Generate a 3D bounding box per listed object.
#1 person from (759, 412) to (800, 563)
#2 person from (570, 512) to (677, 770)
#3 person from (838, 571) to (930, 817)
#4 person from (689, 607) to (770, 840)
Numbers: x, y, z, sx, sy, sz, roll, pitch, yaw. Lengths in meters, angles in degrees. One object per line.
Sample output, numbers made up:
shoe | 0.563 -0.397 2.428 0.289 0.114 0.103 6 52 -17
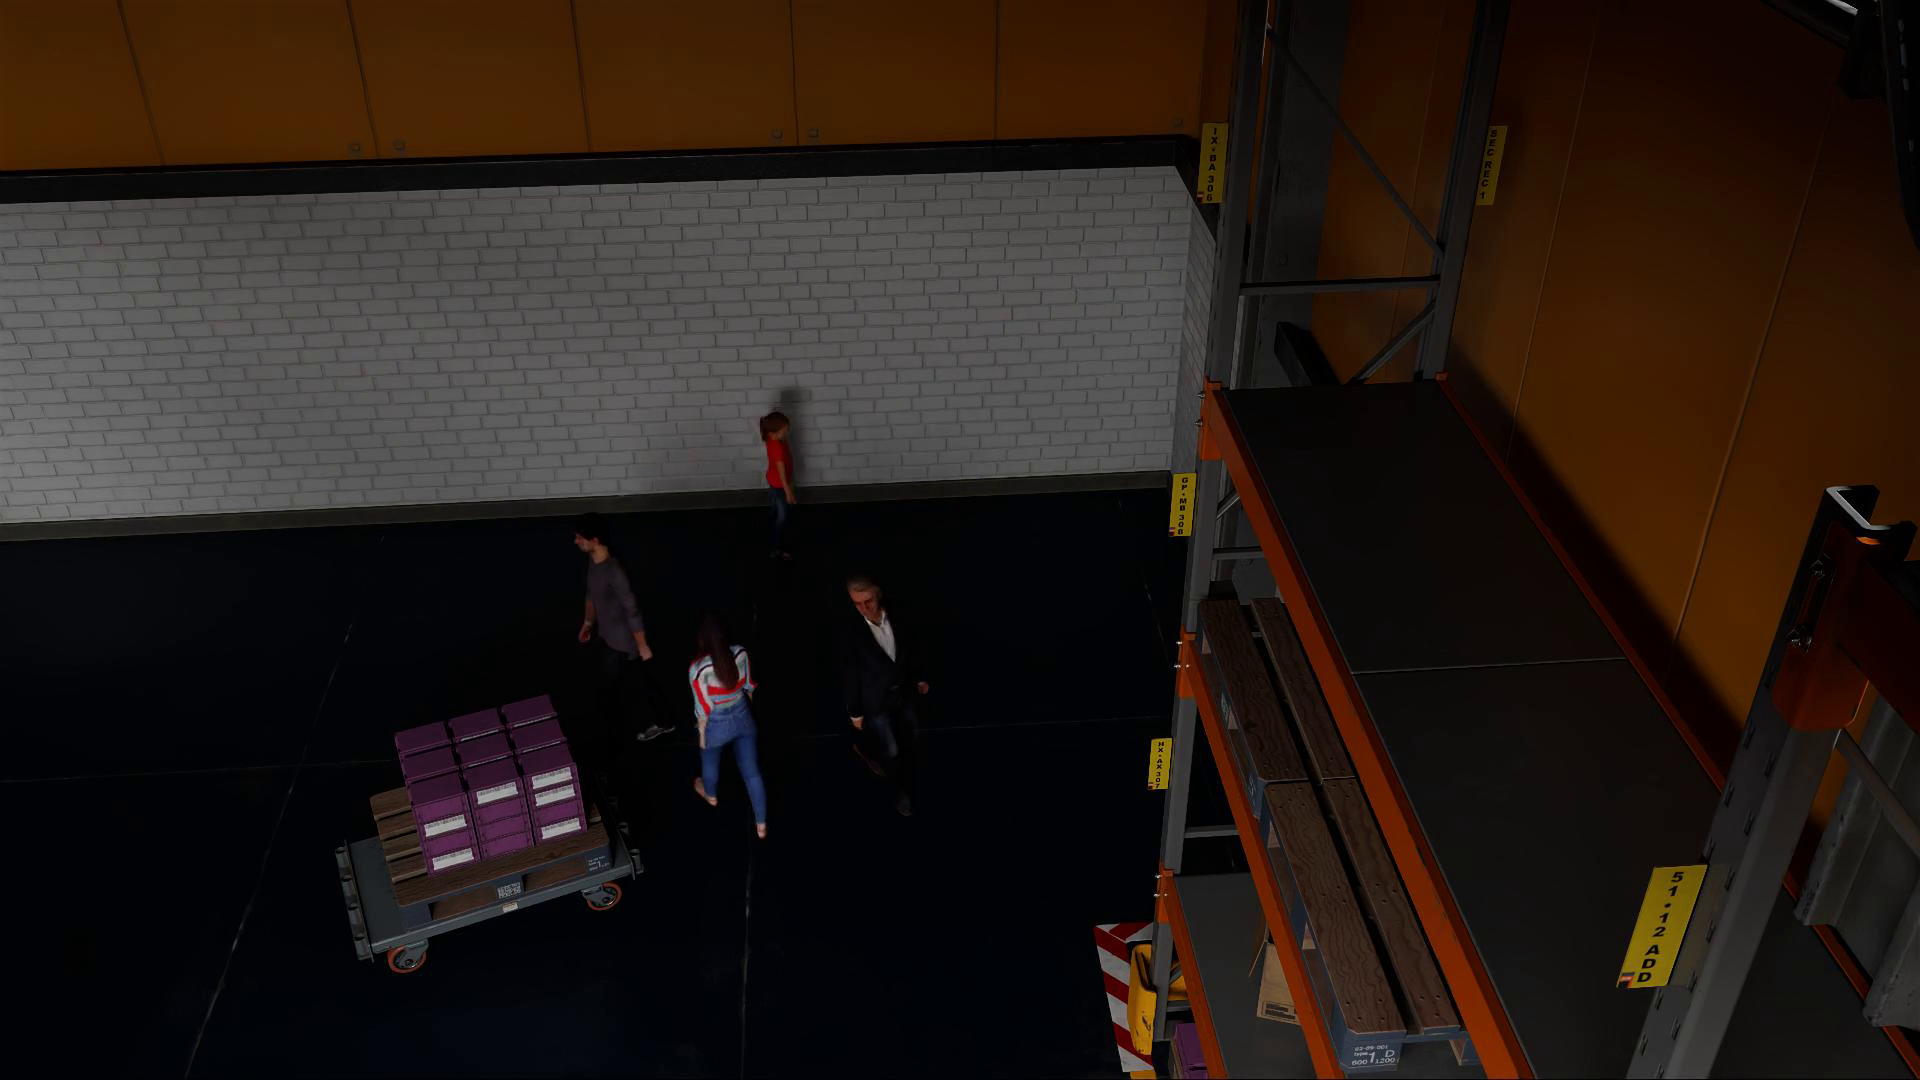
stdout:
person | -1.393 -0.457 12.873 0.595 1.297 0.463 -16 37 -23
person | -2.120 0.586 10.833 0.908 1.817 0.960 -14 36 -20
person | -0.501 0.916 10.371 1.033 1.778 0.969 25 41 32
person | -1.394 1.157 10.186 0.884 1.582 1.015 -21 39 -28
